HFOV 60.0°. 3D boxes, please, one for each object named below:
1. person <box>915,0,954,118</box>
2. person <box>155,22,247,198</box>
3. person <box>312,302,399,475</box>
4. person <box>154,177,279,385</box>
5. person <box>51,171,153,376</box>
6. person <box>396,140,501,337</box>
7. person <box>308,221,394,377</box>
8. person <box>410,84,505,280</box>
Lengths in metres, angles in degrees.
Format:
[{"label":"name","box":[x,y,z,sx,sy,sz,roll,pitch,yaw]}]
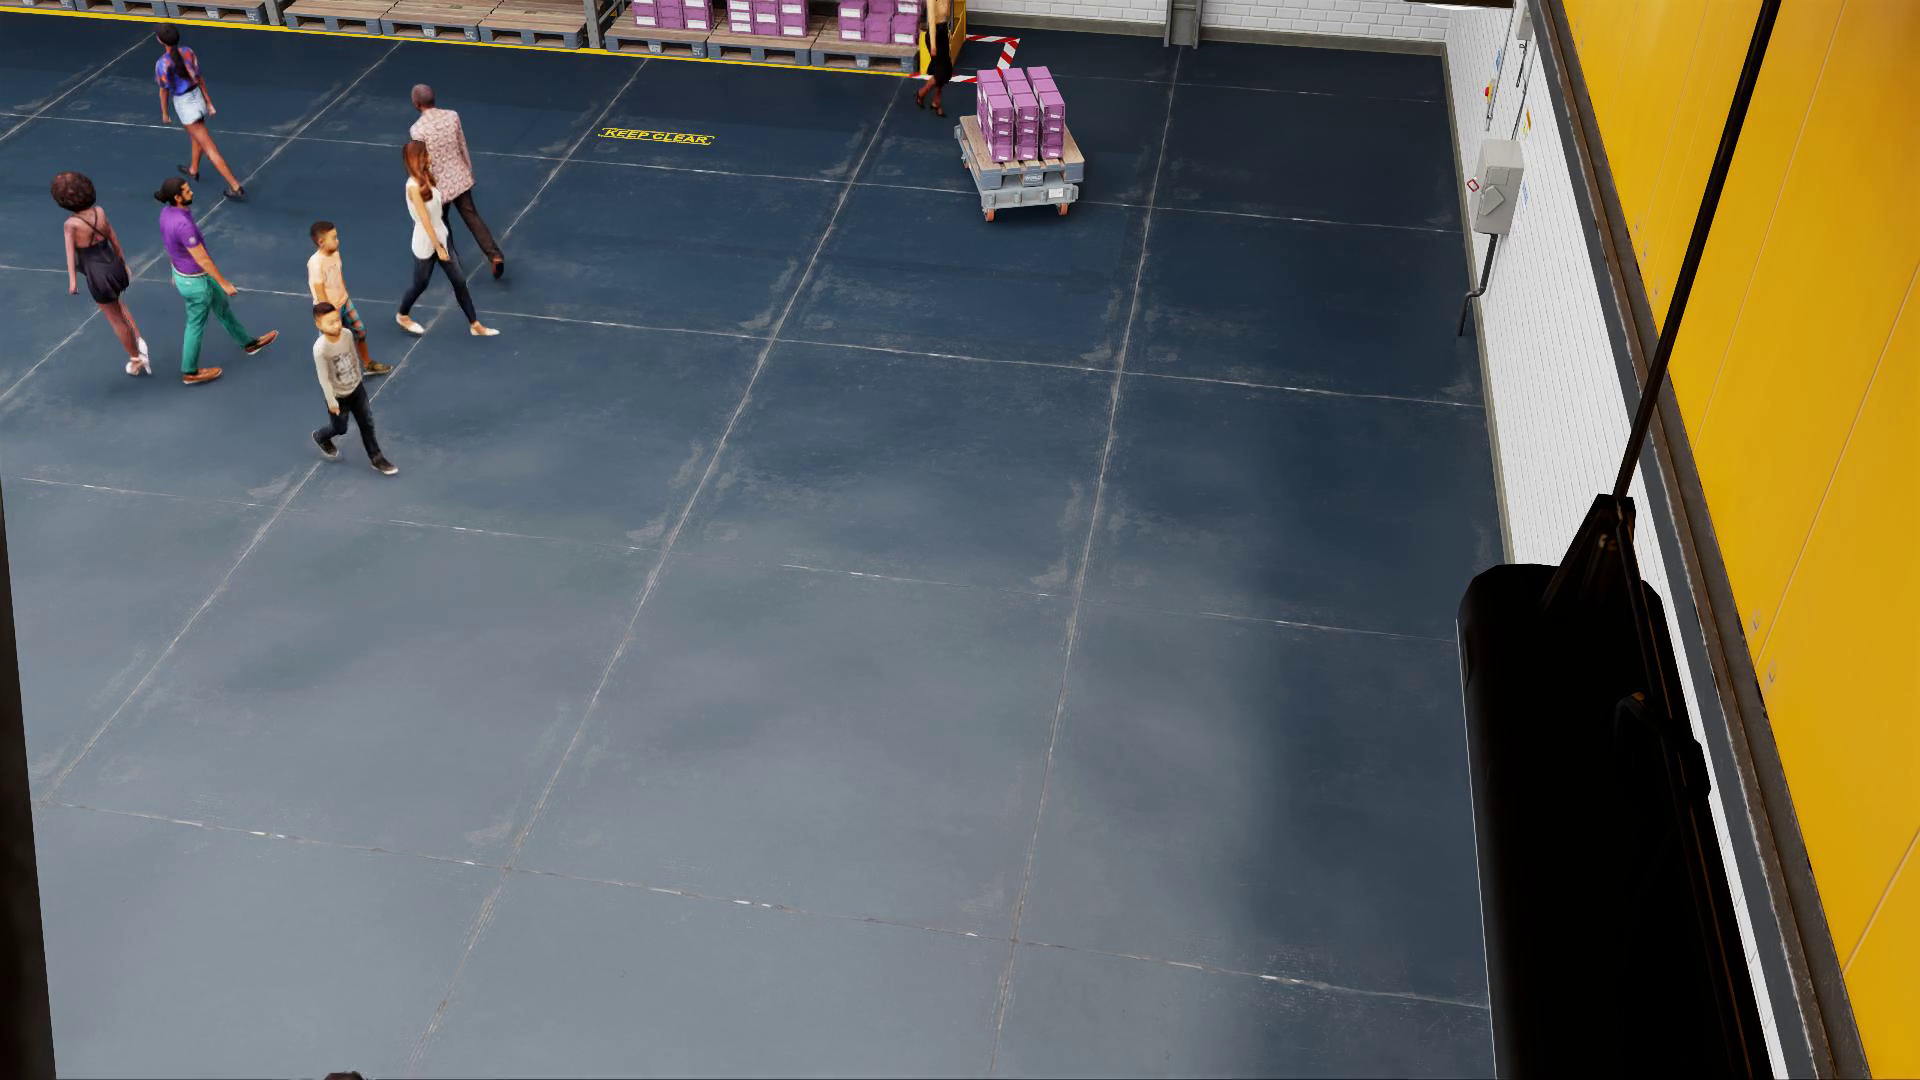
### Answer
[{"label":"person","box":[-0.303,-5.200,17.356,0.717,1.642,0.644,13,40,15]},{"label":"person","box":[-7.262,-4.050,15.880,1.234,1.688,0.808,16,41,19]},{"label":"person","box":[-4.660,-1.137,12.427,0.990,1.444,0.735,19,42,22]},{"label":"person","box":[-6.238,-2.045,13.336,1.168,1.728,1.104,-22,44,-25]},{"label":"person","box":[-6.785,-2.087,13.351,0.646,1.775,0.618,10,40,13]},{"label":"person","box":[-4.498,-2.433,13.828,1.128,1.722,0.593,7,39,9]},{"label":"person","box":[-5.086,-1.880,13.362,0.732,1.439,0.577,13,40,15]},{"label":"person","box":[-4.447,-3.116,14.626,1.267,1.793,1.066,29,47,31]}]
